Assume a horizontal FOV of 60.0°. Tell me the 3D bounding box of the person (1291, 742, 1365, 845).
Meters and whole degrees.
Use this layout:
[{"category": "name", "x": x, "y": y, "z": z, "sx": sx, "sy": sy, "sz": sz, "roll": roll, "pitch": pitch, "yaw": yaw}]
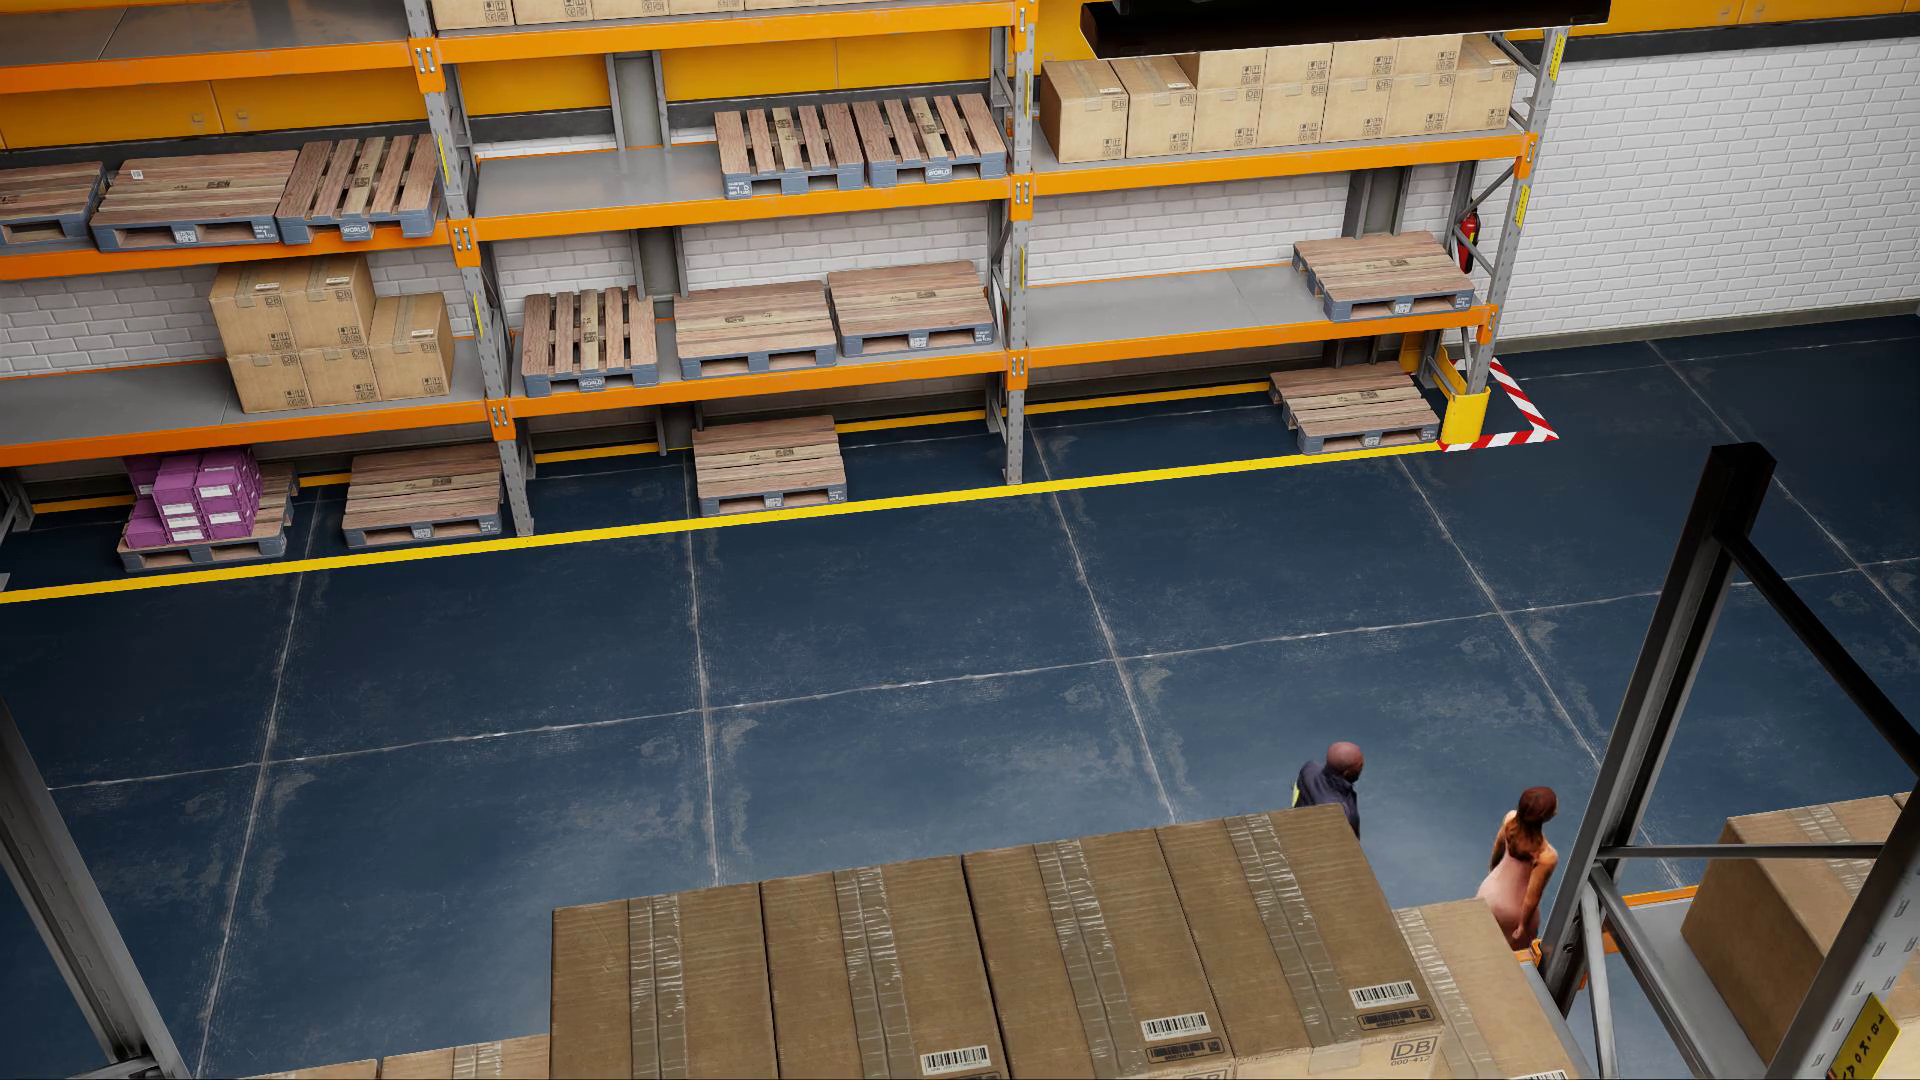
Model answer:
[{"category": "person", "x": 1.957, "y": 1.851, "z": 9.525, "sx": 0.993, "sy": 1.795, "sz": 0.753, "roll": -8, "pitch": 39, "yaw": -10}]
